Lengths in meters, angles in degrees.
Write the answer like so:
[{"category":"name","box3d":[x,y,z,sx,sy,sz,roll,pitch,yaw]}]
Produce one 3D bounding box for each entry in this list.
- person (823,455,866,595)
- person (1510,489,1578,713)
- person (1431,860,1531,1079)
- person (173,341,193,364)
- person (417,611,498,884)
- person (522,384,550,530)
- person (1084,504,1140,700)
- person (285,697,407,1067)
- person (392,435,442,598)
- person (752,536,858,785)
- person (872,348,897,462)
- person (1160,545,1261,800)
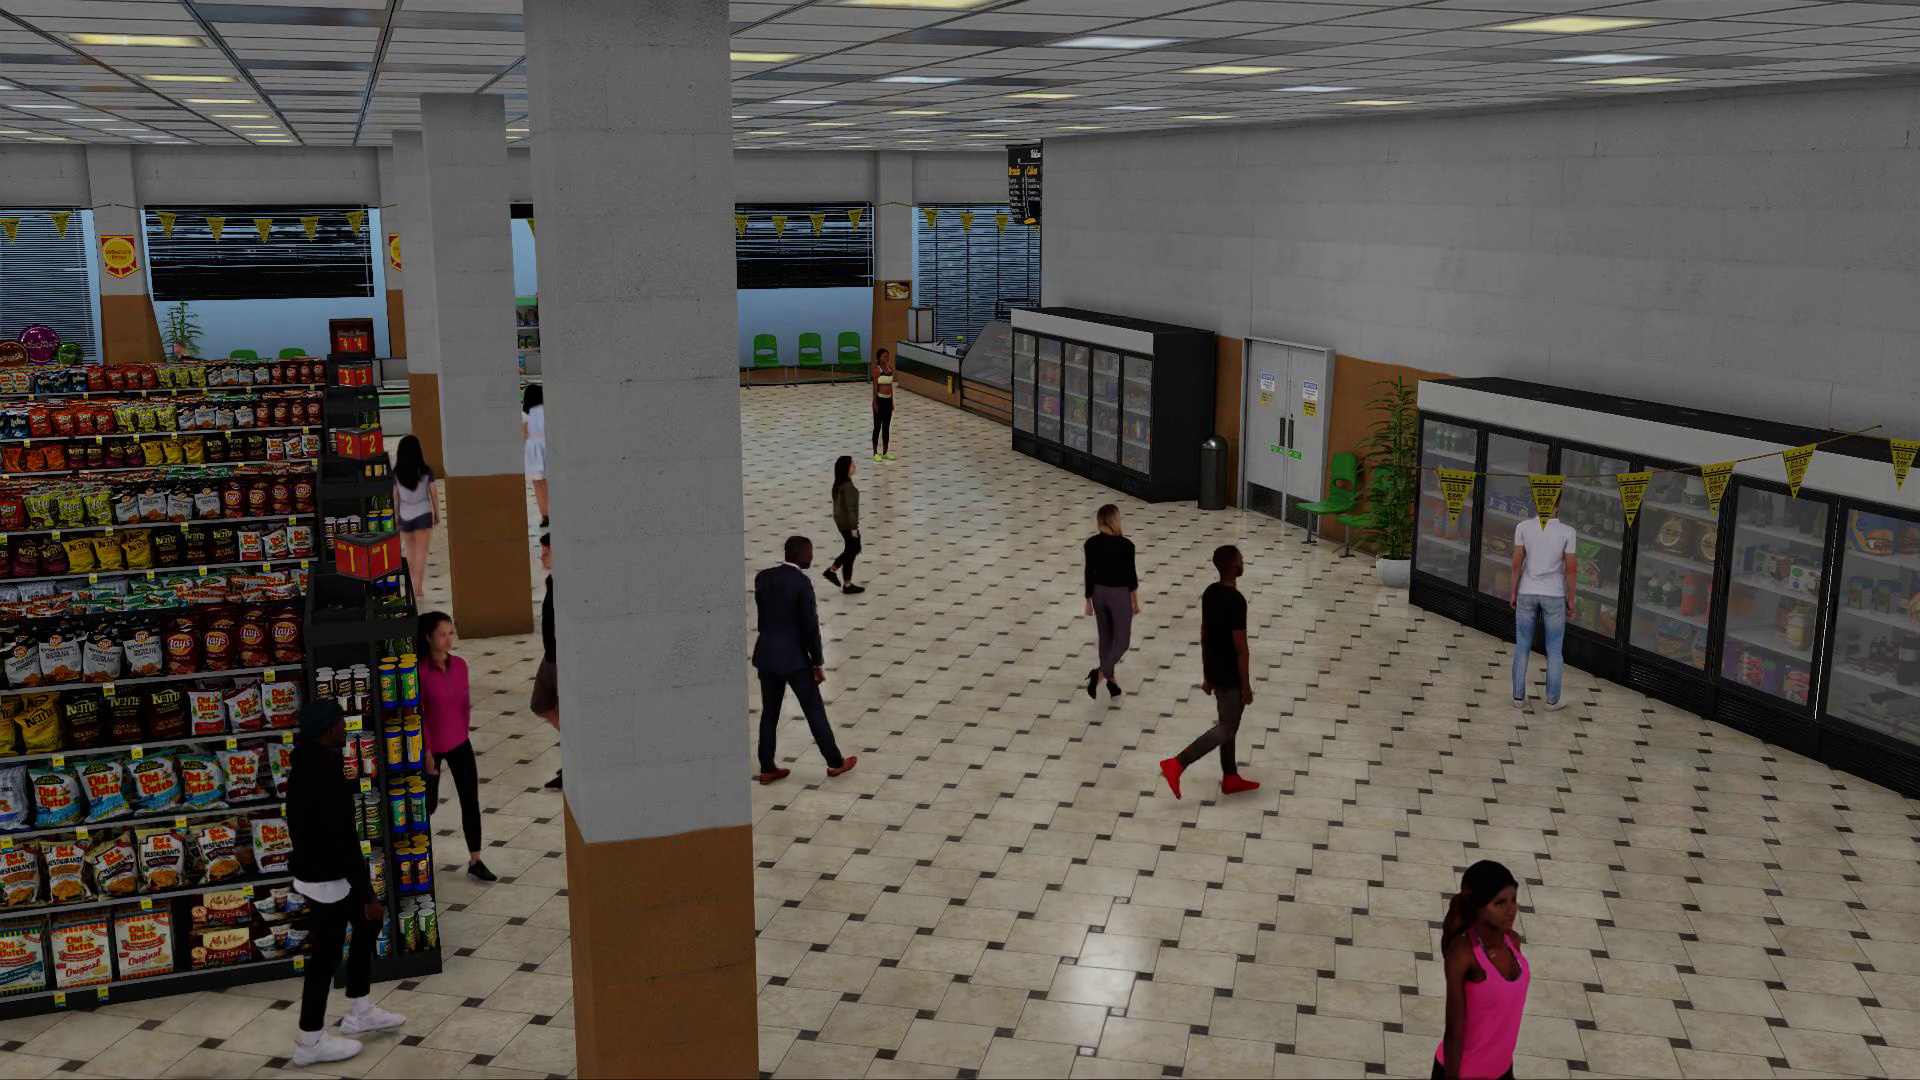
[{"category":"person","box3d":[-1.233,-0.148,17.349,0.713,1.465,0.649,-2,12,-9]},{"category":"person","box3d":[4.728,0.461,13.523,0.727,1.850,0.769,6,14,28]},{"category":"person","box3d":[1.961,2.033,6.368,0.543,1.722,0.663,-7,14,-32]},{"category":"person","box3d":[-13.028,-2.522,28.135,0.936,1.666,1.018,7,14,29]},{"category":"person","box3d":[-3.216,1.263,10.126,0.921,1.680,0.954,9,15,37]},{"category":"person","box3d":[-5.206,-1.021,20.685,0.821,1.799,0.818,-8,14,-33]},{"category":"person","box3d":[1.202,0.557,13.553,0.932,1.651,1.027,7,14,29]},{"category":"person","box3d":[-3.134,1.652,7.989,0.807,1.800,0.732,-5,13,-24]},{"category":"person","box3d":[-5.611,-0.201,17.129,1.117,1.660,0.819,-2,12,-9]},{"category":"person","box3d":[-1.208,0.863,11.761,0.984,1.791,1.059,5,13,24]},{"category":"person","box3d":[-1.222,-2.127,26.045,0.575,1.755,0.691,-11,16,-42]},{"category":"person","box3d":[1.742,0.941,11.402,1.045,1.785,0.654,-4,13,-18]}]
